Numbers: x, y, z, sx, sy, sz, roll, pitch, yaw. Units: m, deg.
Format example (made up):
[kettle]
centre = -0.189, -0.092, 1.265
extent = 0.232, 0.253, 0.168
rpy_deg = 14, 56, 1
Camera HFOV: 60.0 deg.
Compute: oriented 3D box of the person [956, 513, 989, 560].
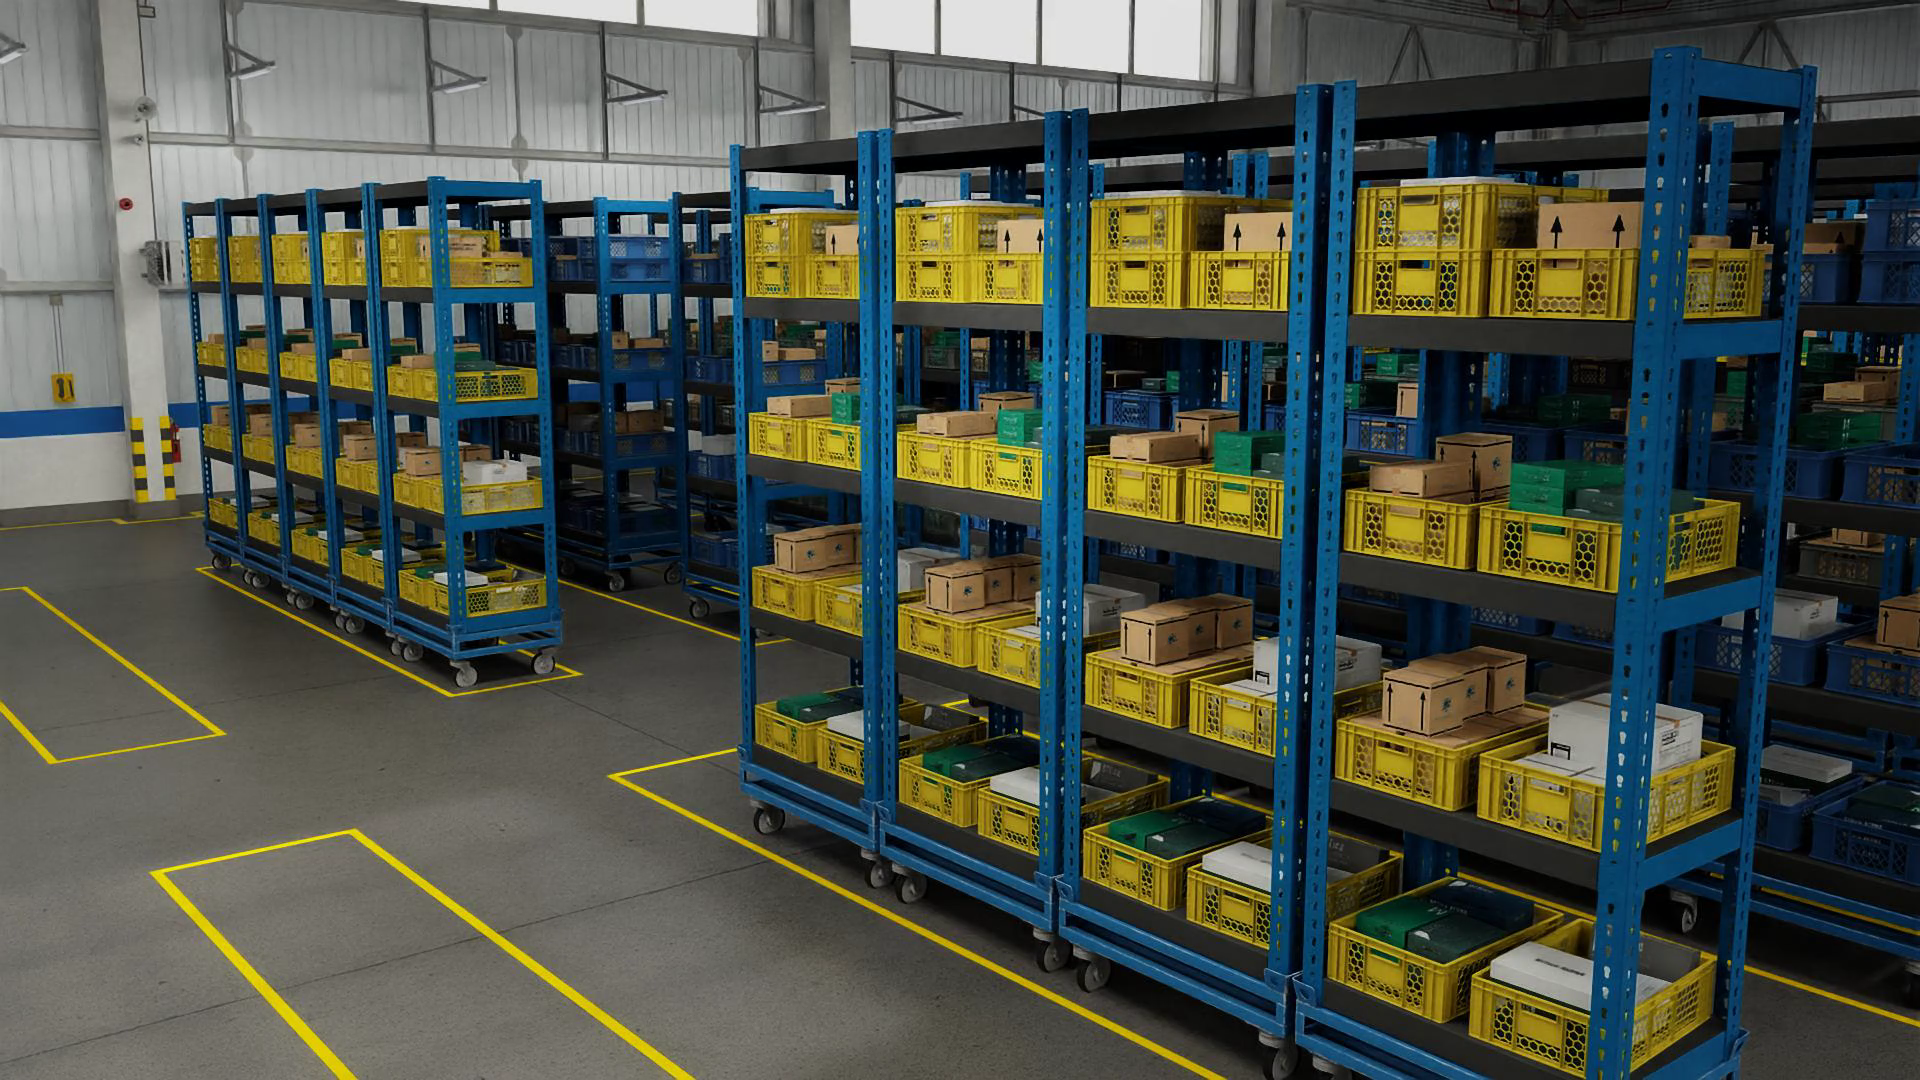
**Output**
[person]
centre = 0.092, -0.272, 14.511
extent = 0.623, 1.791, 0.647
rpy_deg = 5, 11, 26
